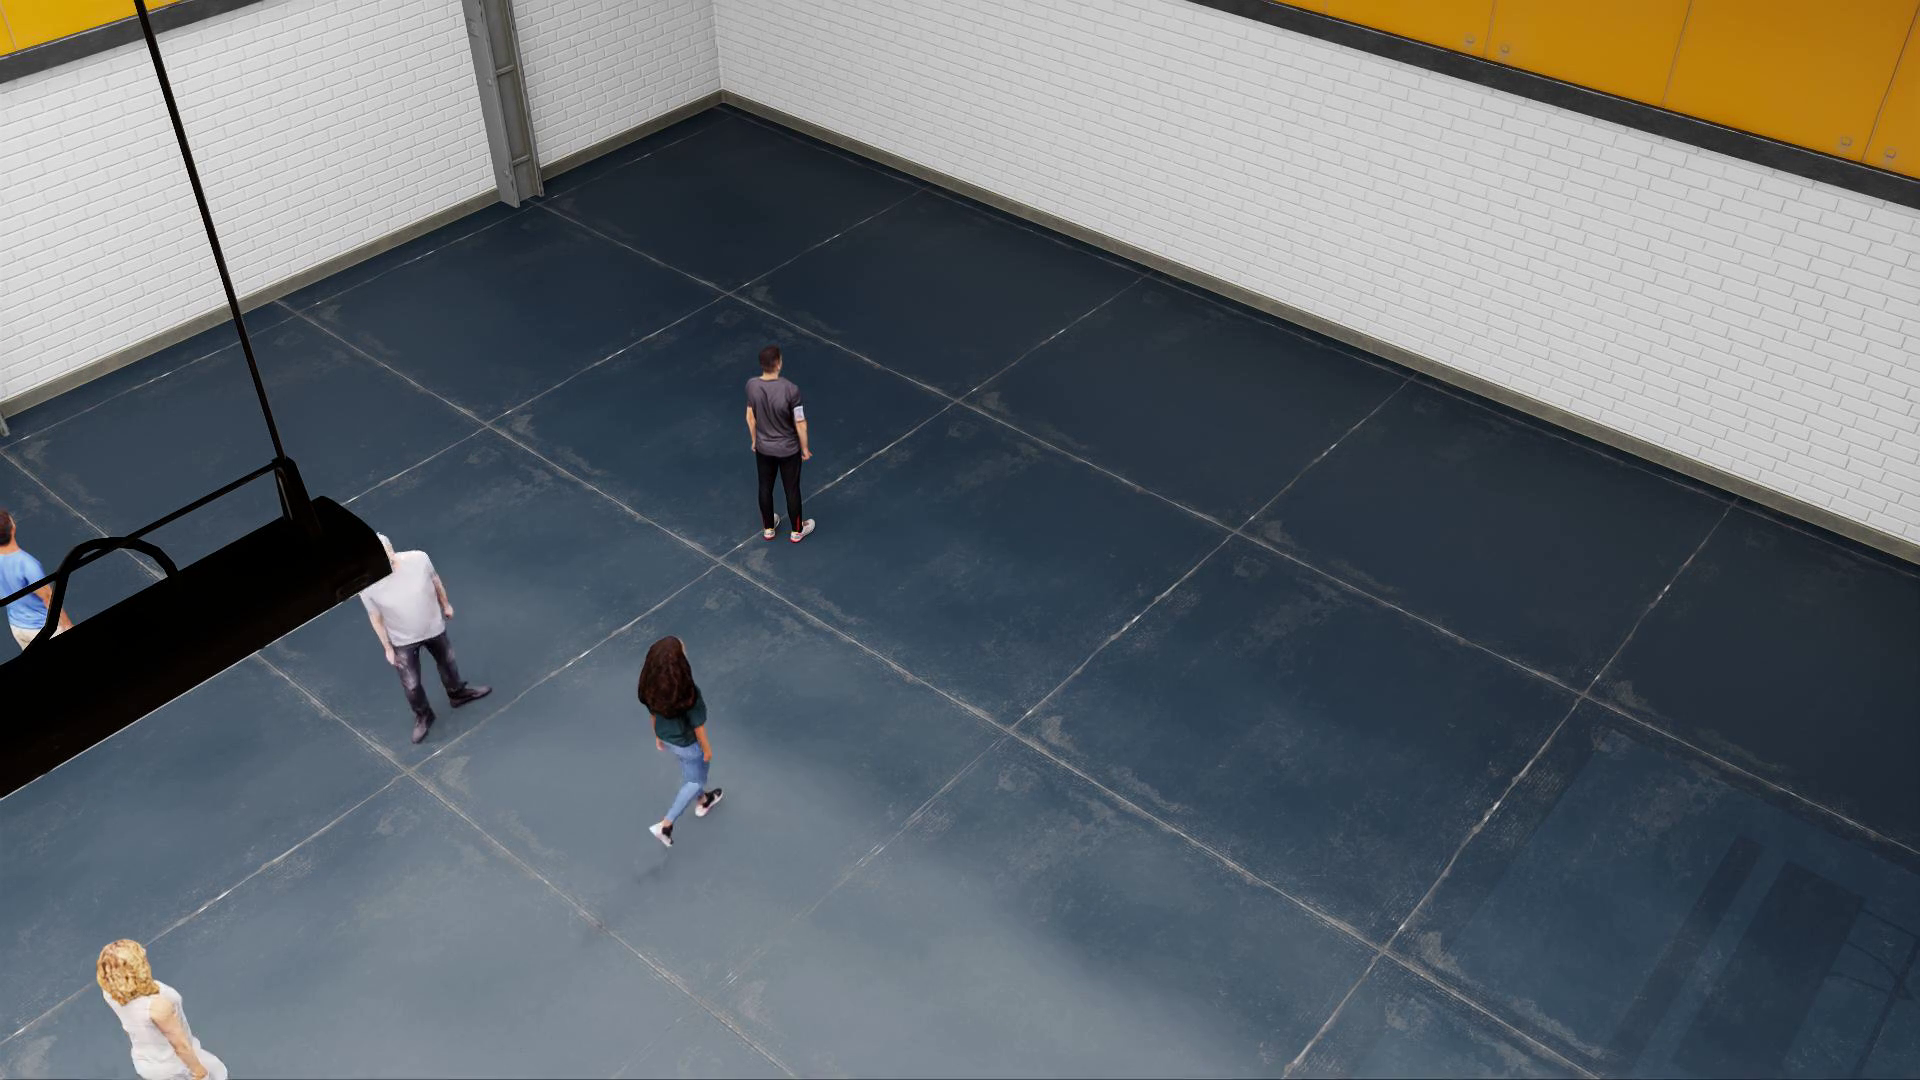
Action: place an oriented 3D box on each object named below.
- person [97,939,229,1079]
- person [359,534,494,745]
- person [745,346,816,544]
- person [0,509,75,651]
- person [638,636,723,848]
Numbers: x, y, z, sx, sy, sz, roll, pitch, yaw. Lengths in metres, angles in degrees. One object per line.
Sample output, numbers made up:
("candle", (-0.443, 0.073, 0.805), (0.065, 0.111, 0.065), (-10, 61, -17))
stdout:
("person", (-4.266, 2.768, 8.805), (0.692, 1.659, 0.694), (15, 41, 18))
("person", (-3.700, 0.575, 11.430), (0.988, 1.811, 0.623), (28, 46, 31))
("person", (-1.448, -0.750, 13.127), (0.713, 1.763, 0.680), (10, 40, 12))
("person", (-6.317, 0.566, 11.401), (0.719, 1.862, 0.697), (11, 40, 14))
("person", (-1.821, 1.312, 10.673), (0.648, 1.604, 0.942), (22, 44, 25))
